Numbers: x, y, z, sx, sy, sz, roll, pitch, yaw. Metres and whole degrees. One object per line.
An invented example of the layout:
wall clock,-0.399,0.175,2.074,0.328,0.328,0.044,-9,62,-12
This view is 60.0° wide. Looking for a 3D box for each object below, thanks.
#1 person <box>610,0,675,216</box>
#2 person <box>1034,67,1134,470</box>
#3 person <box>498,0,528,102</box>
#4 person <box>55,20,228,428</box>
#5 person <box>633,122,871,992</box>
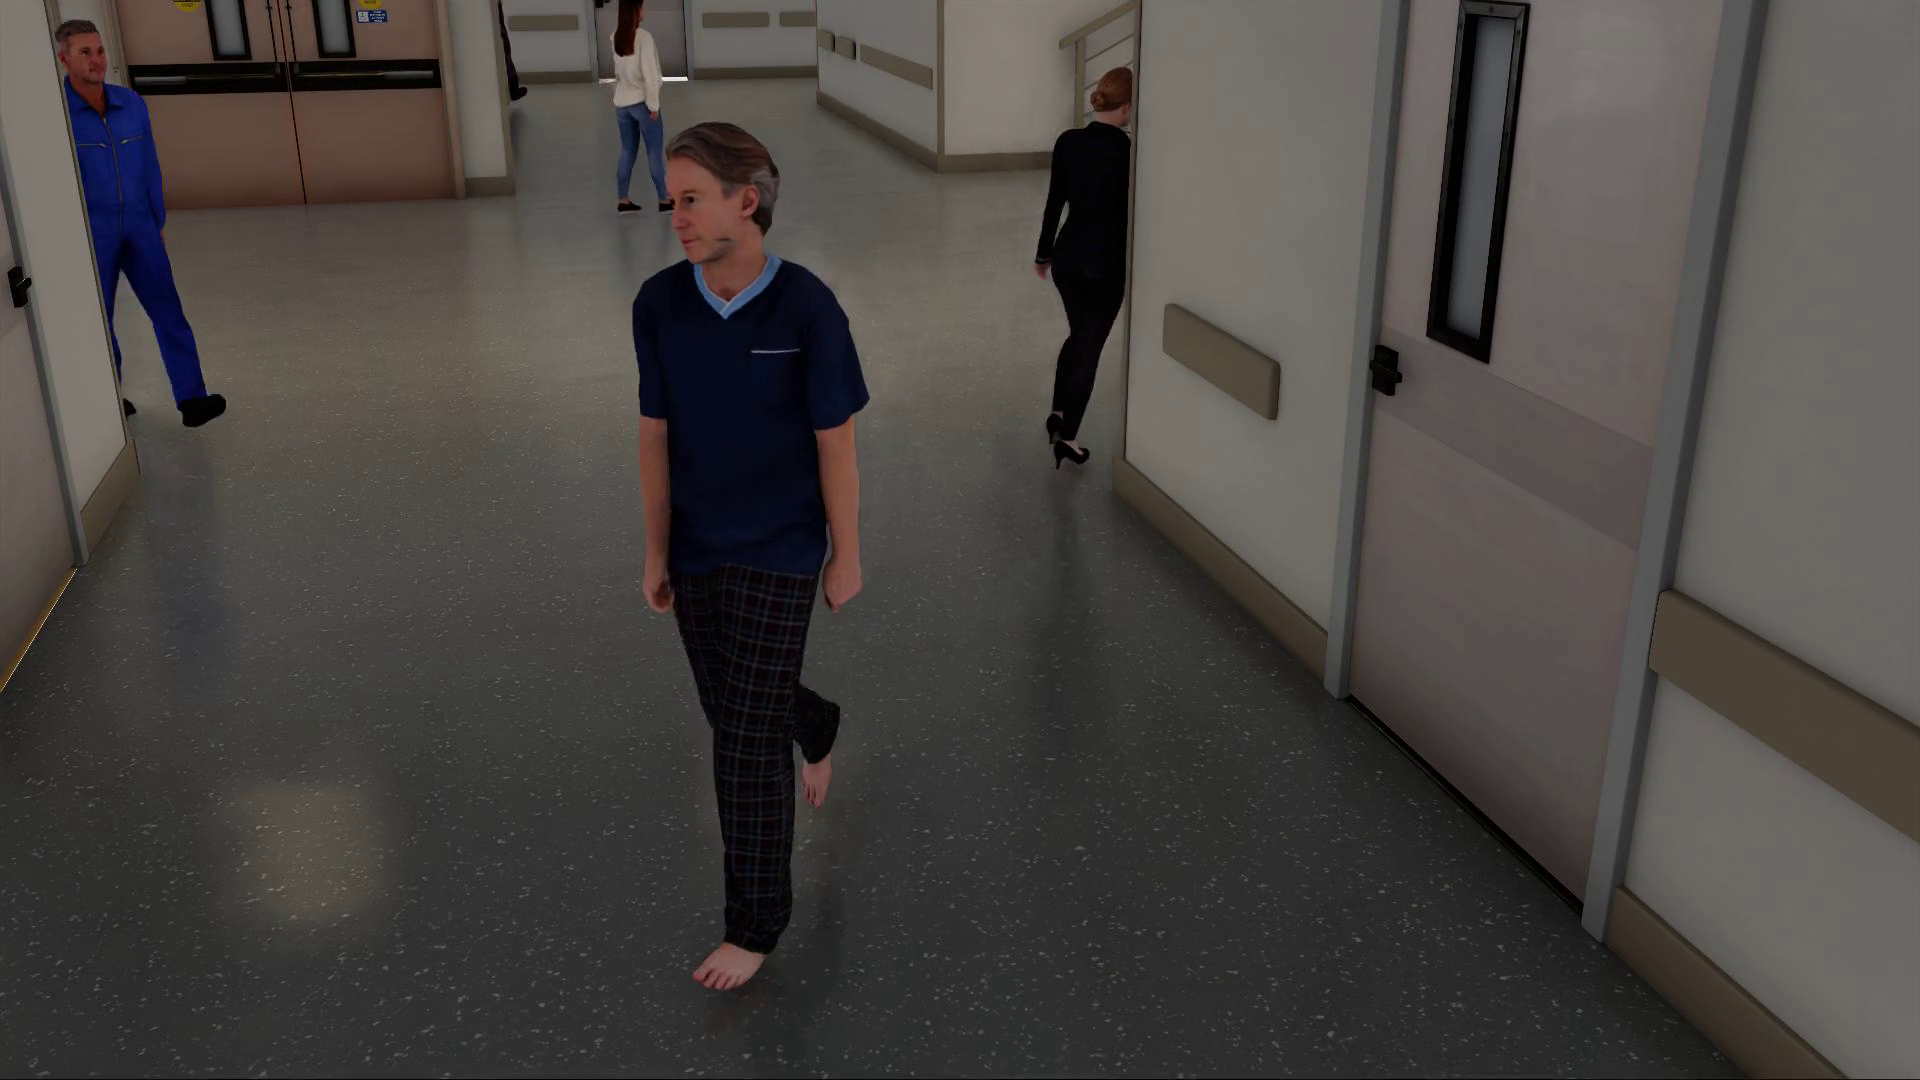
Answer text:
person,-2.526,-3.341,12.817,0.866,1.687,0.945,15,26,35
person,0.498,-1.076,6.872,0.758,1.661,0.781,15,25,35
person,-5.861,-6.293,20.435,1.110,1.811,1.171,18,27,40
person,-3.865,-1.374,7.481,1.215,1.787,1.239,17,26,37
person,-0.442,0.016,3.742,1.146,1.837,1.129,8,22,20
